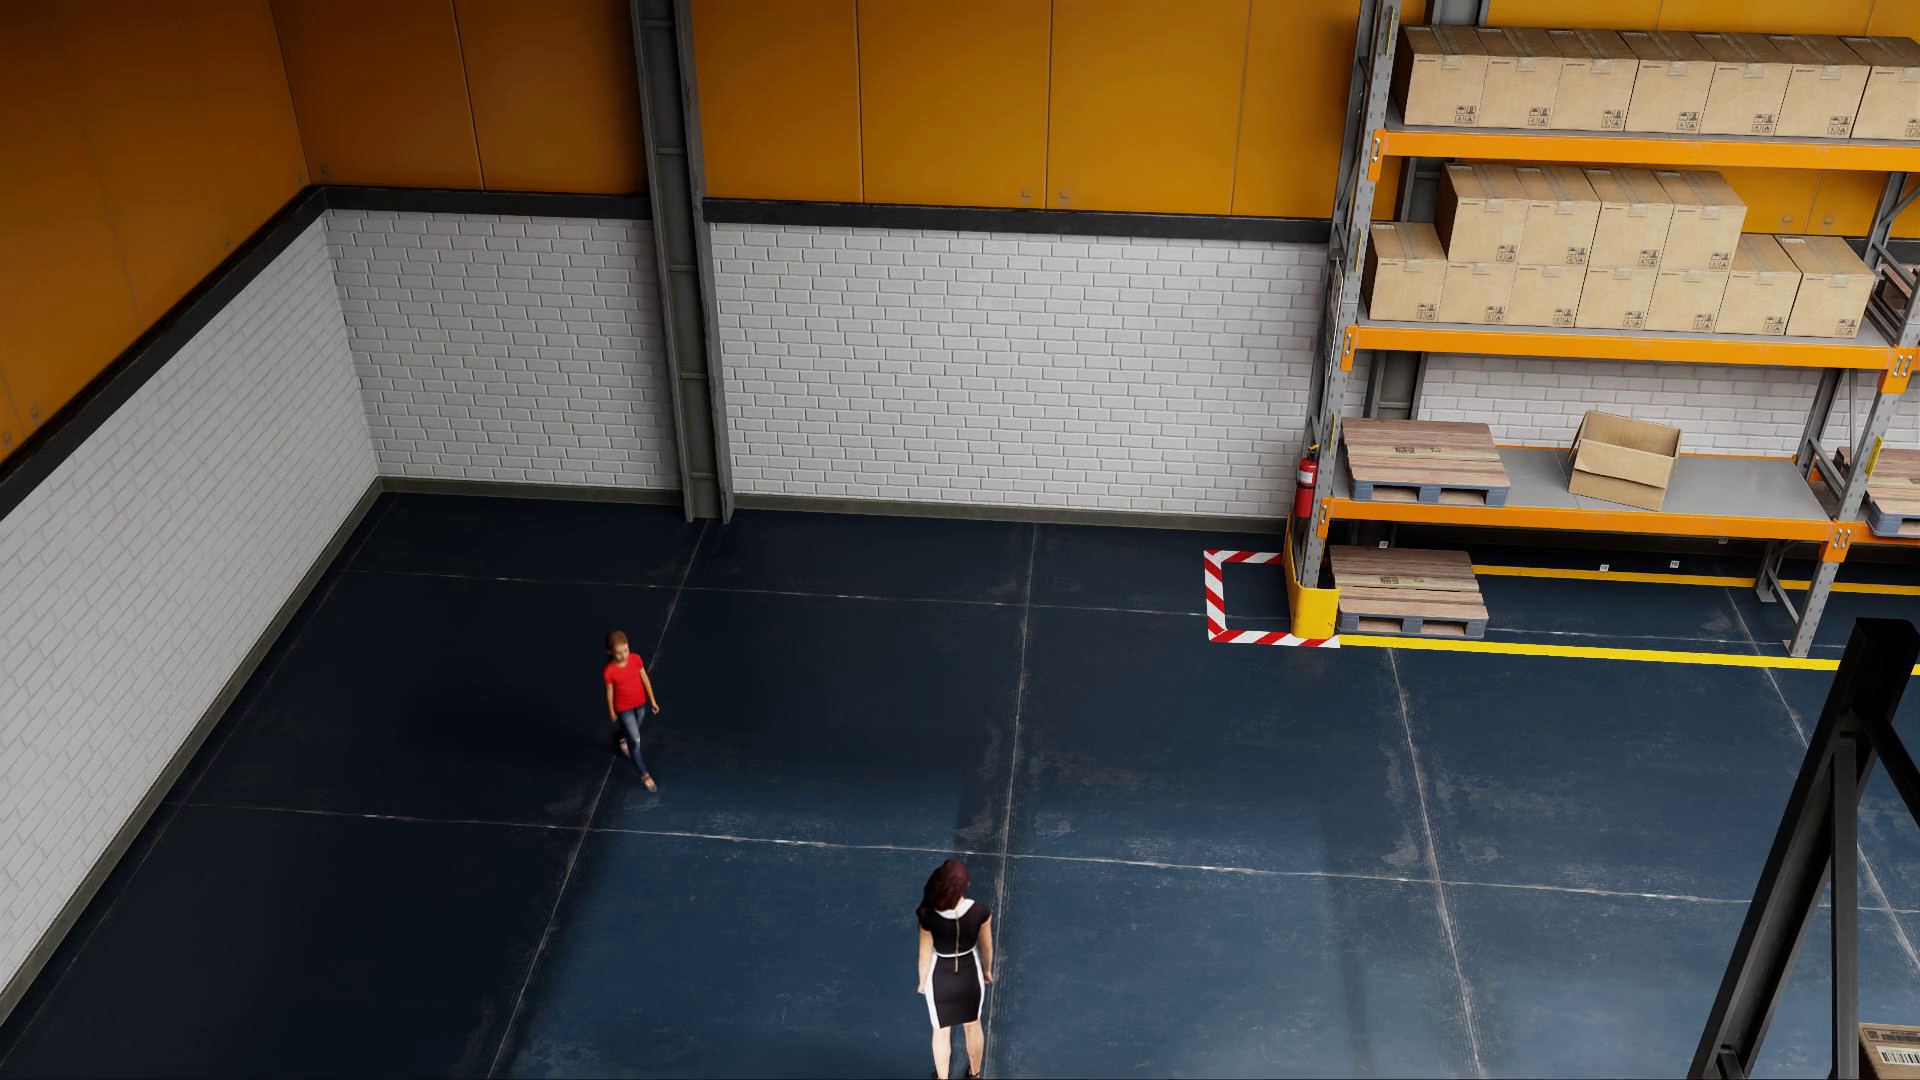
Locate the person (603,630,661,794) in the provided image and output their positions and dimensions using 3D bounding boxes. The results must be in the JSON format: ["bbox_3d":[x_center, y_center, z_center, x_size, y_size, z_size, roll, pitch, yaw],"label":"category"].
[{"bbox_3d":[-2.432,1.160,12.084,0.836,1.290,0.920,-28,42,-35],"label":"person"}]

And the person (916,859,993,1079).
[{"bbox_3d":[-0.035,2.535,9.559,0.526,1.795,0.698,-6,34,-9],"label":"person"}]
